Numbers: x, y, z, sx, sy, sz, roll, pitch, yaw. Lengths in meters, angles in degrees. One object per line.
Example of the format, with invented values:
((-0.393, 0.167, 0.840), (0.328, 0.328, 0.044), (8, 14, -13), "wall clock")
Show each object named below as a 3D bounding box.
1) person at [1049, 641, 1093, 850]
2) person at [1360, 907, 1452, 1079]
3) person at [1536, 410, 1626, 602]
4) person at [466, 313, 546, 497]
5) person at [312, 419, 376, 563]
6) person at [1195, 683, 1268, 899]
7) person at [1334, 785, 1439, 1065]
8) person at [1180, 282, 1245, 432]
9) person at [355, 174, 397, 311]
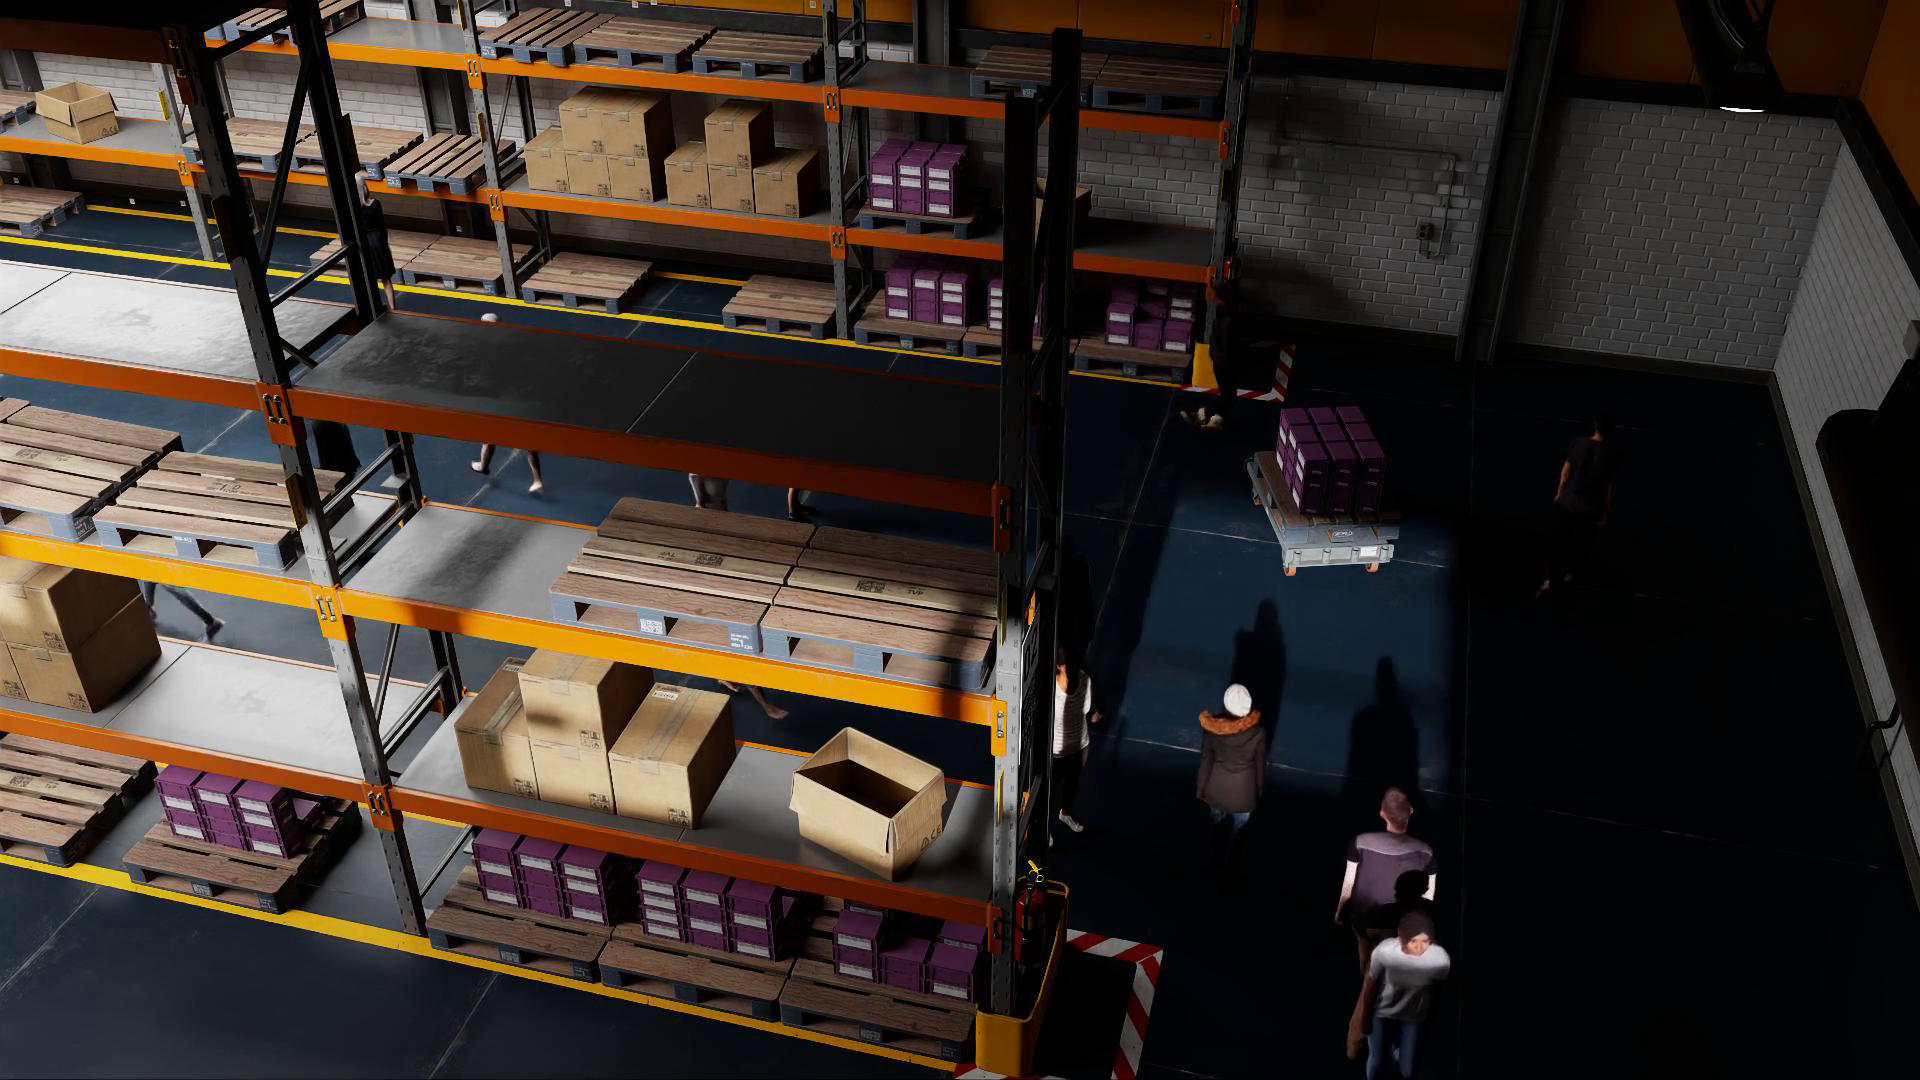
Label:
((0.711, 1.377, 11.363), (0.656, 1.646, 0.708), (-20, 38, -27), "person")
((2.466, 2.622, 9.434), (0.709, 1.706, 0.684), (5, 34, 8), "person")
((5.104, -0.257, 13.732), (1.056, 1.743, 0.867), (18, 38, 25), "person")
((-4.053, -1.177, 15.078), (1.198, 1.787, 0.832), (18, 38, 25), "person")
((-5.339, -0.612, 14.225), (0.864, 1.789, 0.849), (-12, 36, -18), "person")
((1.787, 1.651, 10.973), (0.796, 1.621, 0.670), (8, 34, 11), "person")
((2.477, 2.309, 9.833), (1.151, 1.786, 0.879), (14, 36, 19), "person")
((2.426, -1.731, 16.028), (0.645, 1.658, 0.777), (8, 35, 12), "person")
((-6.394, -3.136, 18.061), (0.690, 1.747, 0.756), (-16, 37, -23), "person")
